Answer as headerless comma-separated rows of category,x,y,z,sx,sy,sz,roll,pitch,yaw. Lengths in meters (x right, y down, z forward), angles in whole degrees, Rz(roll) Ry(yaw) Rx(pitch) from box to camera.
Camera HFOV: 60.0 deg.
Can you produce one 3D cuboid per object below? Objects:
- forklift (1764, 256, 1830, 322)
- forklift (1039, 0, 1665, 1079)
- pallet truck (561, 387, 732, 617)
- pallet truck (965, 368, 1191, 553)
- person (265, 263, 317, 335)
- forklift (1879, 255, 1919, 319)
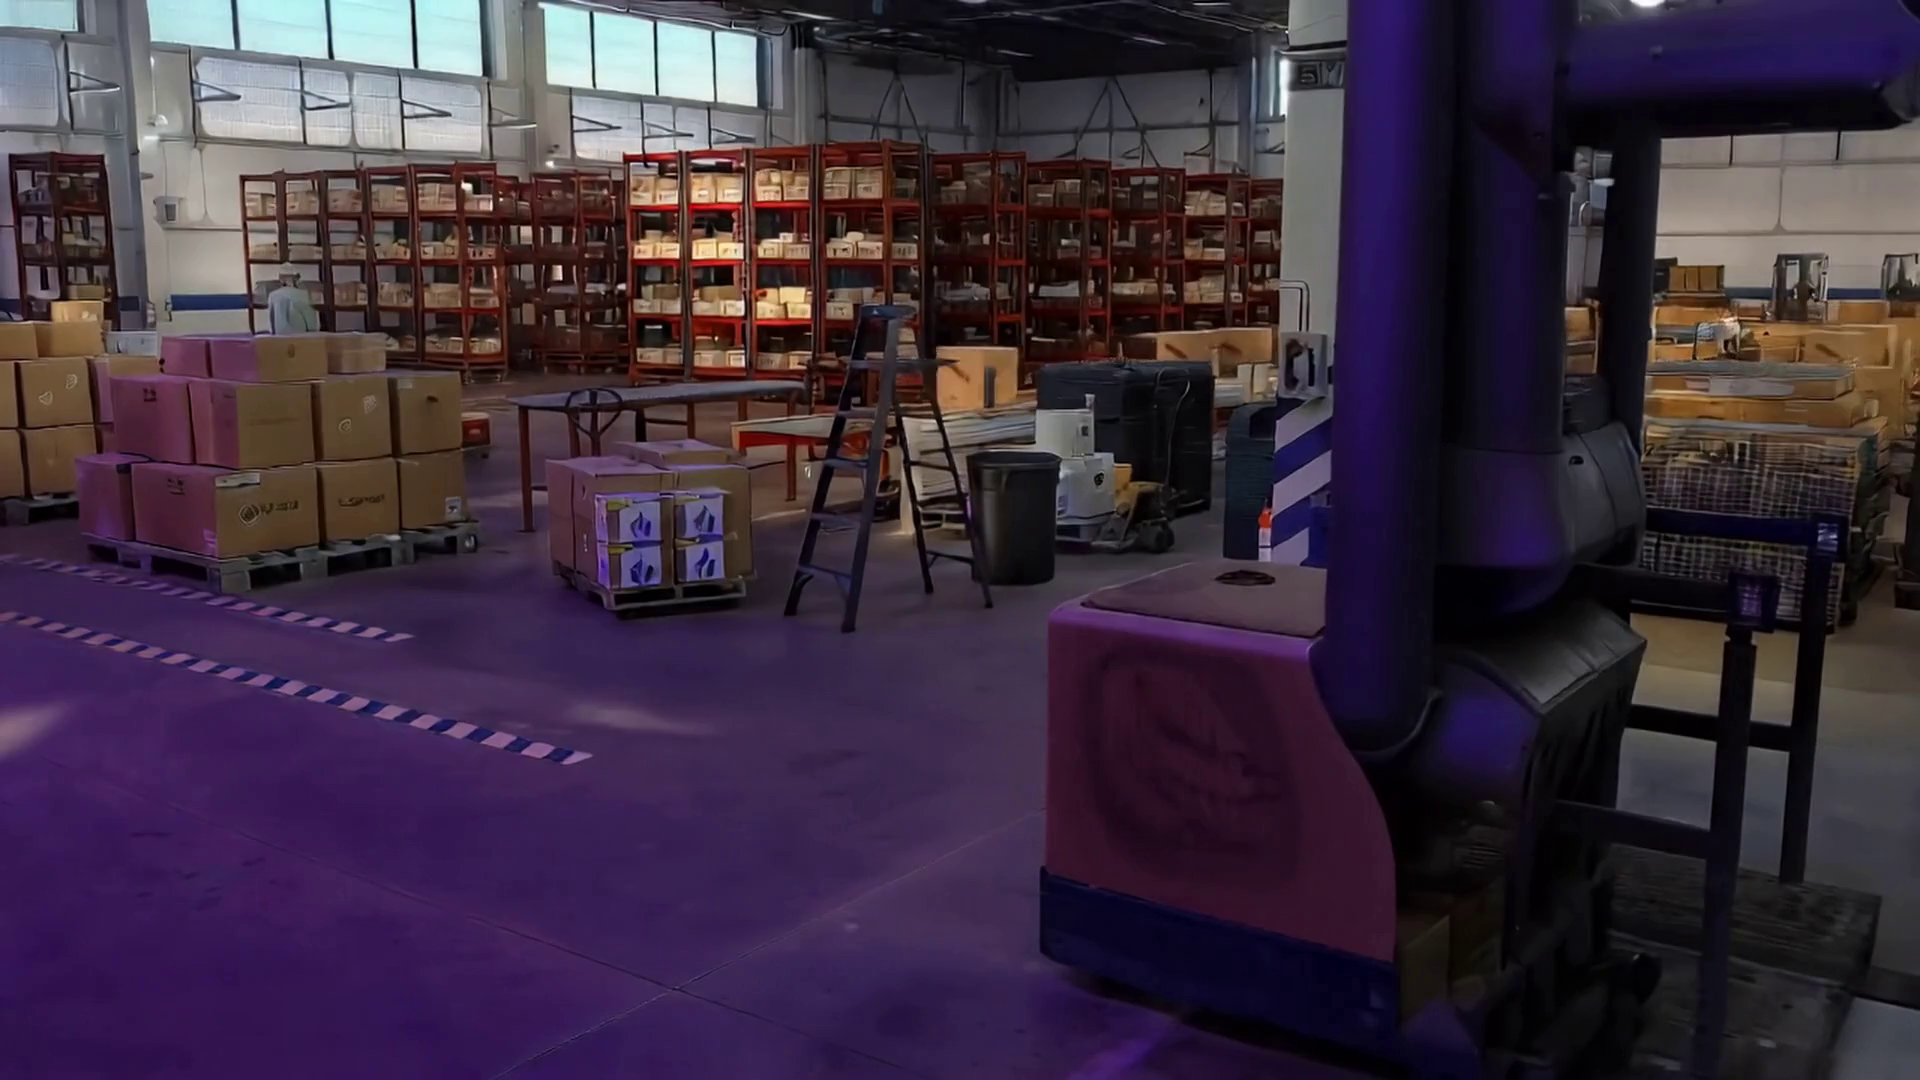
forklift,20.253,-5.854,40.139,1.157,1.987,2.680,7,12,35
forklift,1.249,-0.137,4.360,1.873,2.768,1.129,7,12,35
pallet truck,-1.981,-0.274,10.088,0.680,1.201,1.601,-5,11,-28
pallet truck,0.845,-0.609,11.869,1.630,1.274,0.653,7,12,35
person,-8.540,-2.540,21.293,0.609,1.997,0.374,-1,10,-8
forklift,22.089,-5.634,38.796,1.157,1.987,2.680,6,11,33
